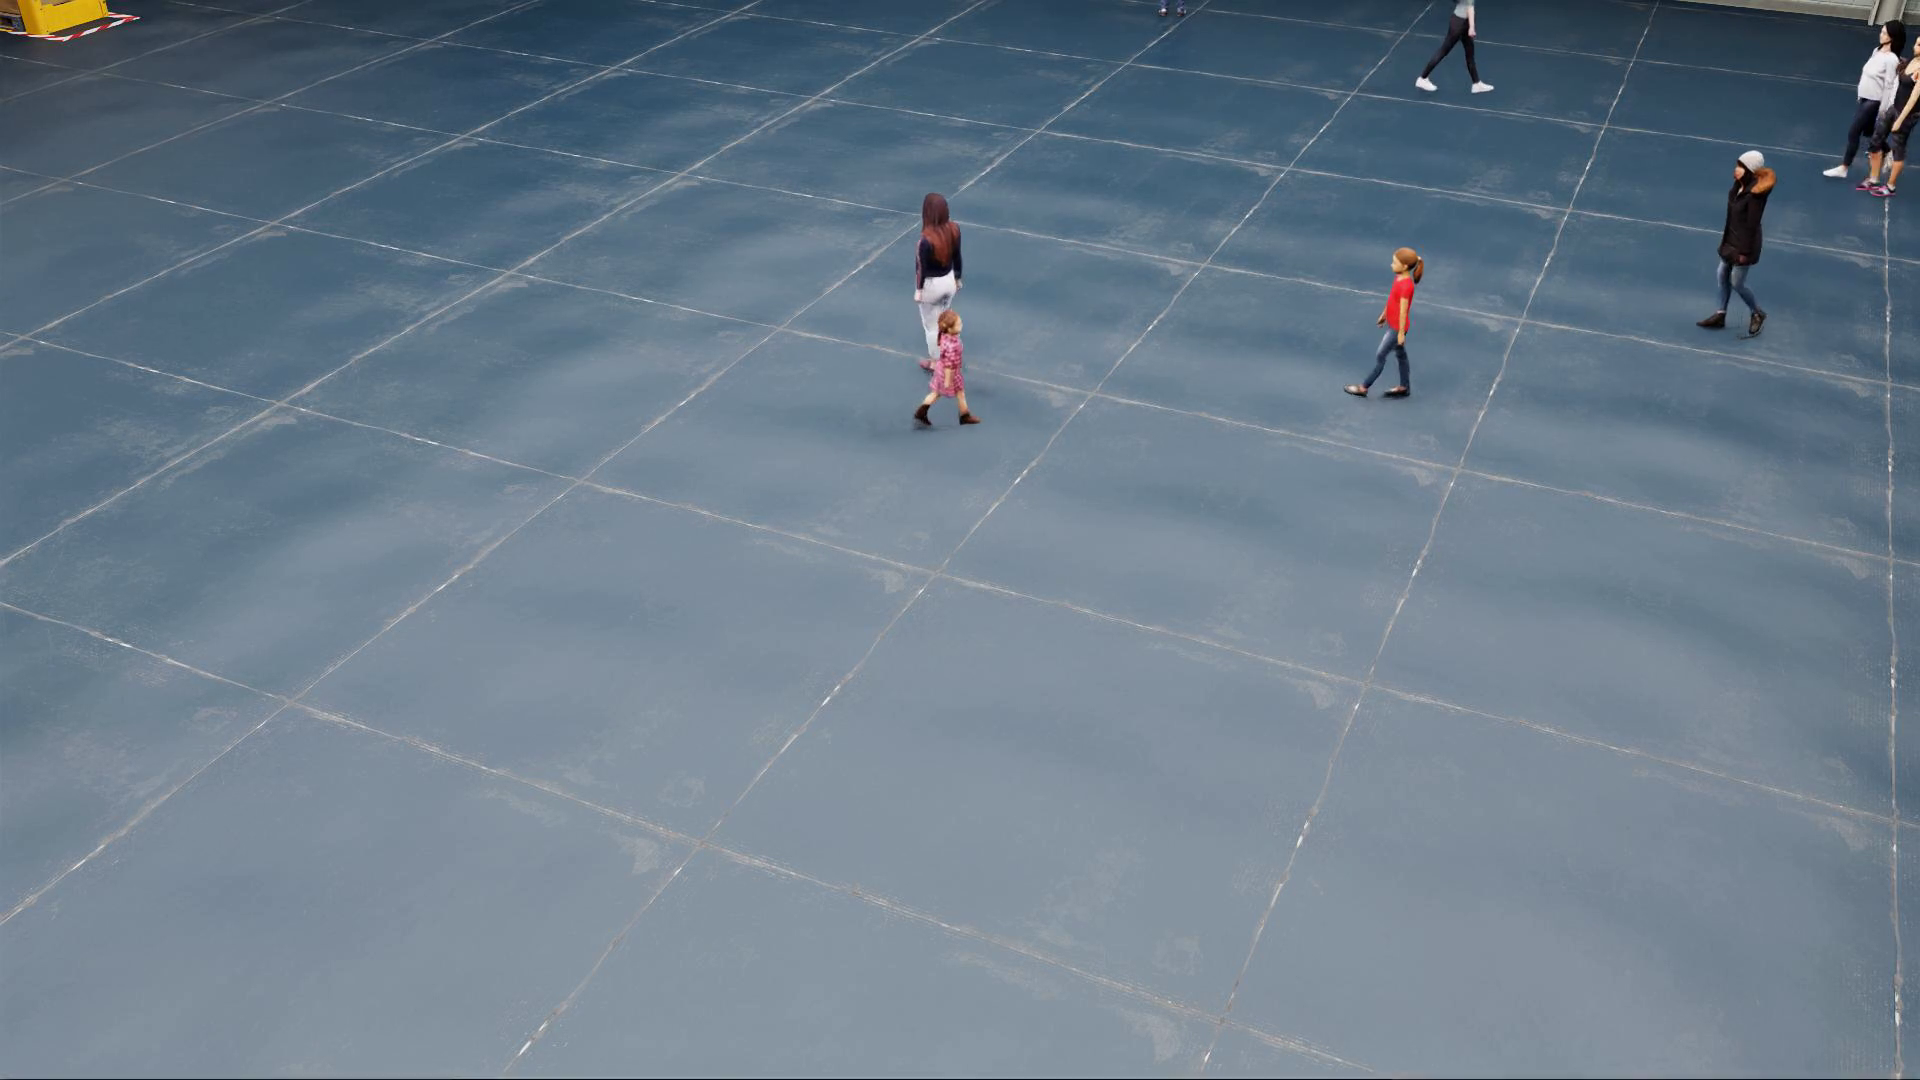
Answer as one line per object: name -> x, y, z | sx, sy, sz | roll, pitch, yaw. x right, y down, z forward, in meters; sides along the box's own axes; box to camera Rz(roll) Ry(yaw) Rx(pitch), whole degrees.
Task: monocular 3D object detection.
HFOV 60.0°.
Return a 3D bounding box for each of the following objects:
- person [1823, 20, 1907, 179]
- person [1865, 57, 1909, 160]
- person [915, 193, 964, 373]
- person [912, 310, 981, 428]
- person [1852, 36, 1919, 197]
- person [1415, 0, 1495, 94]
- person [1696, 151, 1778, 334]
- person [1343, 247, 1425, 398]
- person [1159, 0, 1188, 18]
person -> 9.817, -4.674, 17.727 | 1.127, 1.677, 0.902 | 0, 32, 1
person -> 10.320, -4.826, 18.499 | 0.529, 1.110, 0.490 | 6, 33, 9
person -> -0.149, -2.061, 13.657 | 0.723, 1.600, 0.782 | -27, 41, -36
person -> -0.140, -1.336, 13.059 | 0.798, 1.011, 0.690 | -7, 33, -11
person -> 9.868, -4.390, 17.237 | 0.754, 1.719, 0.685 | 2, 32, 3
person -> 5.988, -6.237, 20.190 | 1.231, 1.692, 0.818 | 5, 33, 8
person -> 6.840, -2.567, 14.445 | 0.920, 1.614, 0.824 | -4, 32, -6
person -> 3.596, -1.725, 13.413 | 0.840, 1.291, 0.655 | 4, 32, 6
person -> 3.020, -8.323, 23.334 | 0.567, 1.866, 0.733 | 6, 33, 9
